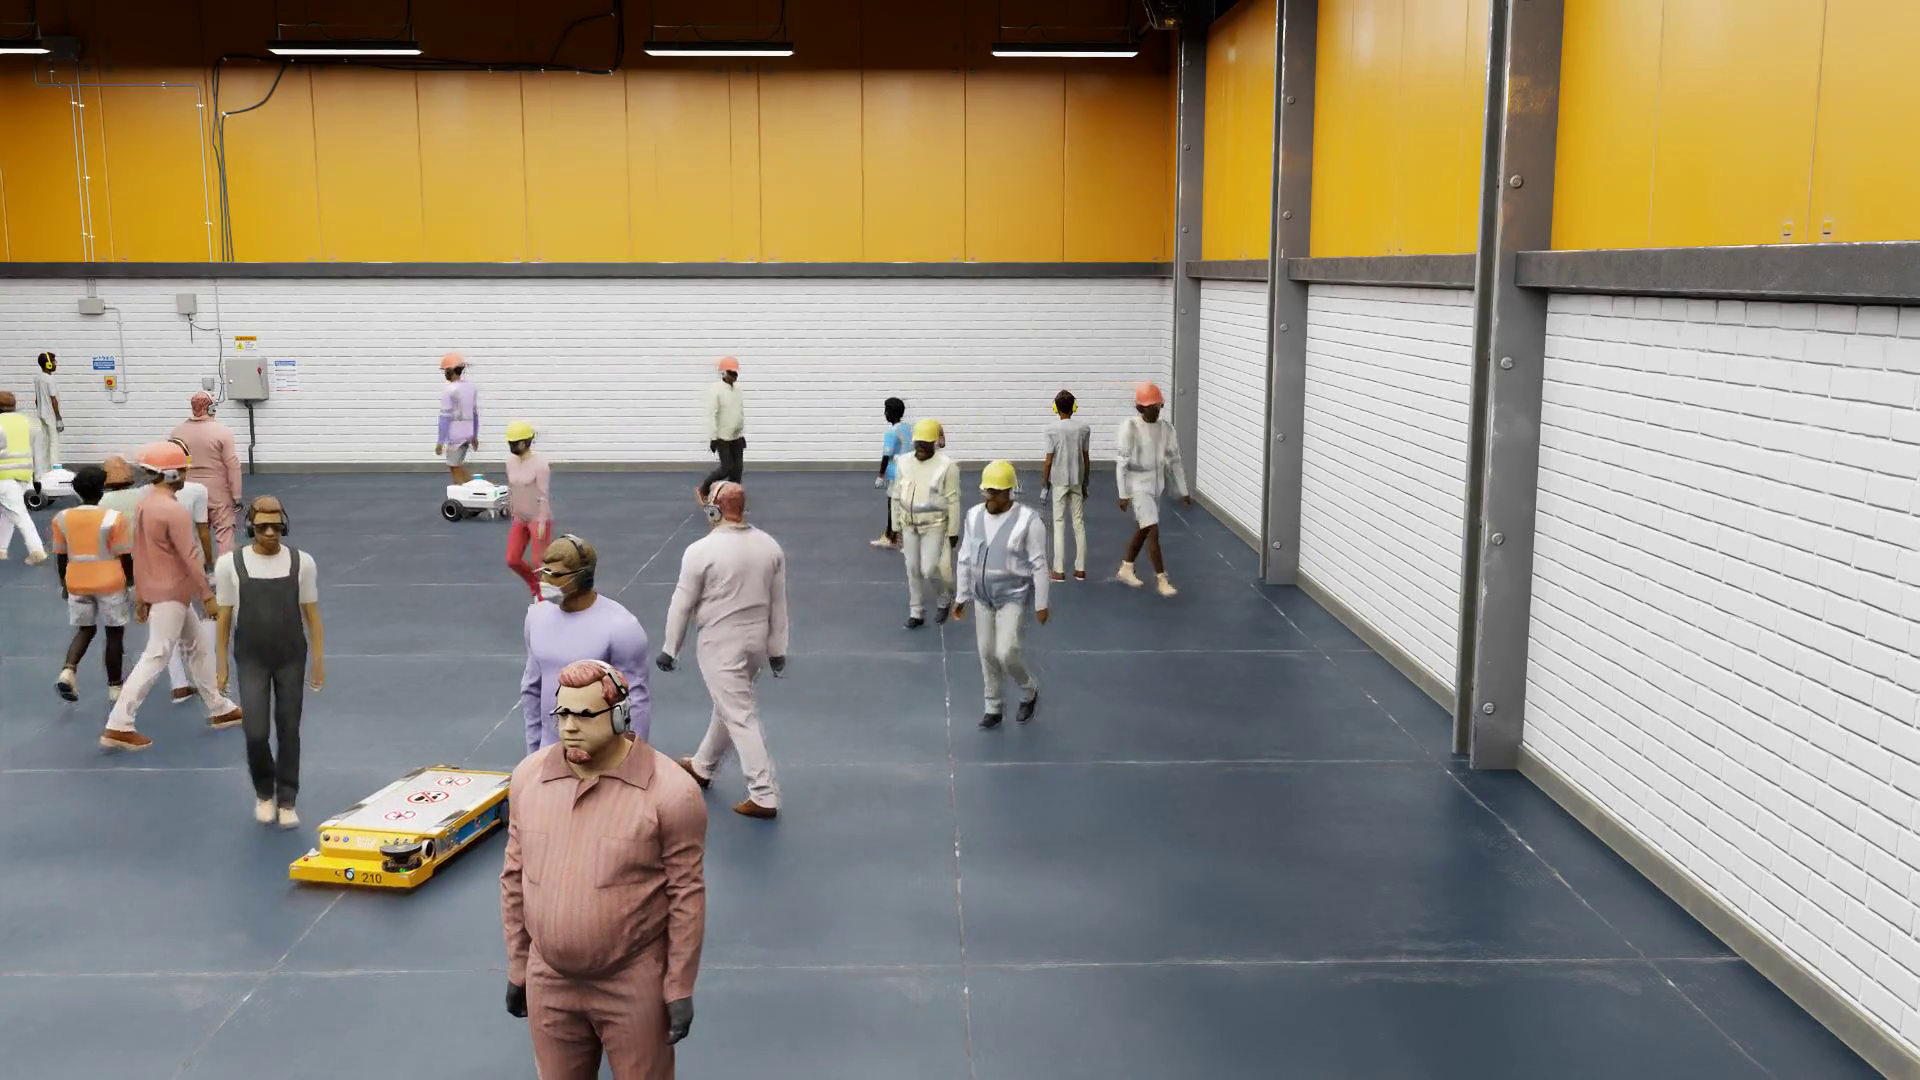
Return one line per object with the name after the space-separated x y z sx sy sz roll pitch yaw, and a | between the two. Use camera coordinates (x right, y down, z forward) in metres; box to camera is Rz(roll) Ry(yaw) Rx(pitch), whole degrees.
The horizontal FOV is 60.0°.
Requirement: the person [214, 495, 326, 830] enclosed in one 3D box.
-3.703 0.671 8.951 0.548 1.832 0.405 -6 11 -31 | person

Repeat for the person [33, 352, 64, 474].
-12.756 -1.697 23.346 0.518 1.874 0.329 7 11 35 | person

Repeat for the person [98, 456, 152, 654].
-6.430 0.146 12.878 0.500 1.602 0.789 -9 13 -44 | person

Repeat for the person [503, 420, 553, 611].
-3.709 -0.160 14.297 0.543 1.750 0.393 5 11 30 | person

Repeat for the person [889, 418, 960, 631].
-0.298 -0.125 13.909 0.604 1.809 0.423 6 11 32 | person

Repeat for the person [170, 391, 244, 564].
-6.976 -0.434 15.497 0.643 1.909 0.410 1 9 6 | person

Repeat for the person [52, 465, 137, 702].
-5.999 0.328 11.508 0.543 1.689 0.474 1 9 3 | person

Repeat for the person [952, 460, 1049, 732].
0.265 0.368 10.863 0.615 1.813 0.428 7 11 36 | person

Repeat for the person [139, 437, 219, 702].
-5.497 0.192 11.824 0.564 1.847 0.672 0 9 -1 | person

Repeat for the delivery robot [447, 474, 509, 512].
-5.808 -0.550 20.056 0.707 0.478 0.477 2 10 15 | delivery robot

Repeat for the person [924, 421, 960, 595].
-0.251 -0.286 15.419 0.507 1.632 0.275 0 9 2 | person

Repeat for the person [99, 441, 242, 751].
-5.074 0.344 10.634 1.036 1.948 0.614 -8 12 -41 | person

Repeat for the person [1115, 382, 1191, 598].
1.736 -0.485 15.552 0.745 1.989 0.851 -8 12 -40 | person

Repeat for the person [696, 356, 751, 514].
-2.927 -1.296 20.584 0.582 1.979 0.621 5 10 28 | person

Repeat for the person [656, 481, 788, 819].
-1.347 0.593 9.356 1.003 1.853 0.640 7 12 38 | person

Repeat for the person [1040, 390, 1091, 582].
1.025 -0.521 16.175 0.519 1.861 0.331 -3 10 -19 | person

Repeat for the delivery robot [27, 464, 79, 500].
-11.420 -0.717 21.080 0.707 0.478 0.477 -3 10 -16 | delivery robot

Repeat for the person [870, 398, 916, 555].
-0.716 -0.676 17.695 0.789 1.659 0.544 3 10 18 | person

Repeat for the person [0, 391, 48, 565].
-9.775 -0.640 17.154 0.989 1.790 0.613 4 10 21 | person

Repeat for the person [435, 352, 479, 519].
-6.109 -1.250 20.133 0.425 2.030 0.615 2 10 14 | person

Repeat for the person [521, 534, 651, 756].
-1.594 0.926 7.066 0.634 1.936 0.351 5 11 28 | person

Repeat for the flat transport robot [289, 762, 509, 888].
-2.839 1.476 8.787 0.652 0.197 1.431 2 9 11 | flat transport robot

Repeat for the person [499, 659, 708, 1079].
-1.073 1.288 4.937 0.640 1.909 0.409 2 9 12 | person
